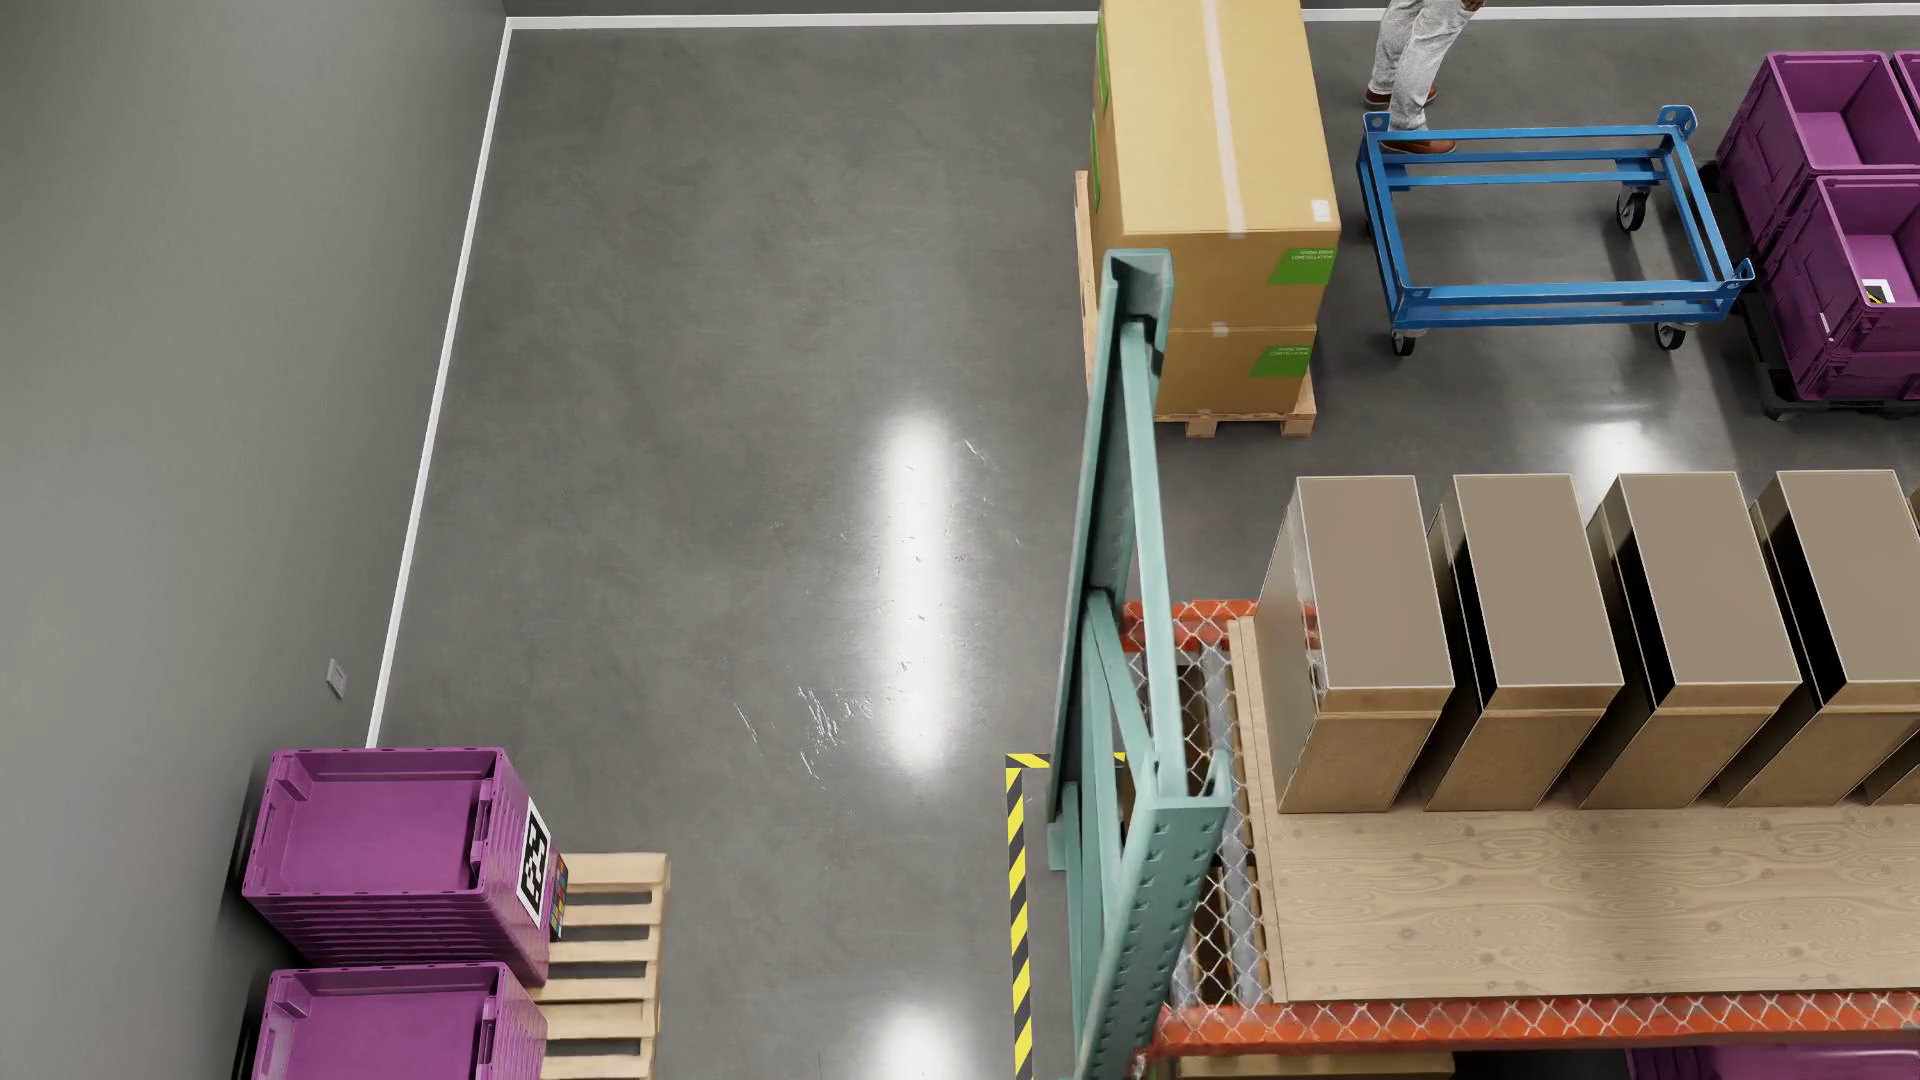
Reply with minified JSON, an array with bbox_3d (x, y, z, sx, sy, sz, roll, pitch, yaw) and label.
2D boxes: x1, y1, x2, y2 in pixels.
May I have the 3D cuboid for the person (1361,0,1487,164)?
[{"bbox_3d":[1.835,-2.244,6.078,0.355,1.937,0.635,-3,58,-2],"label":"person"}]
